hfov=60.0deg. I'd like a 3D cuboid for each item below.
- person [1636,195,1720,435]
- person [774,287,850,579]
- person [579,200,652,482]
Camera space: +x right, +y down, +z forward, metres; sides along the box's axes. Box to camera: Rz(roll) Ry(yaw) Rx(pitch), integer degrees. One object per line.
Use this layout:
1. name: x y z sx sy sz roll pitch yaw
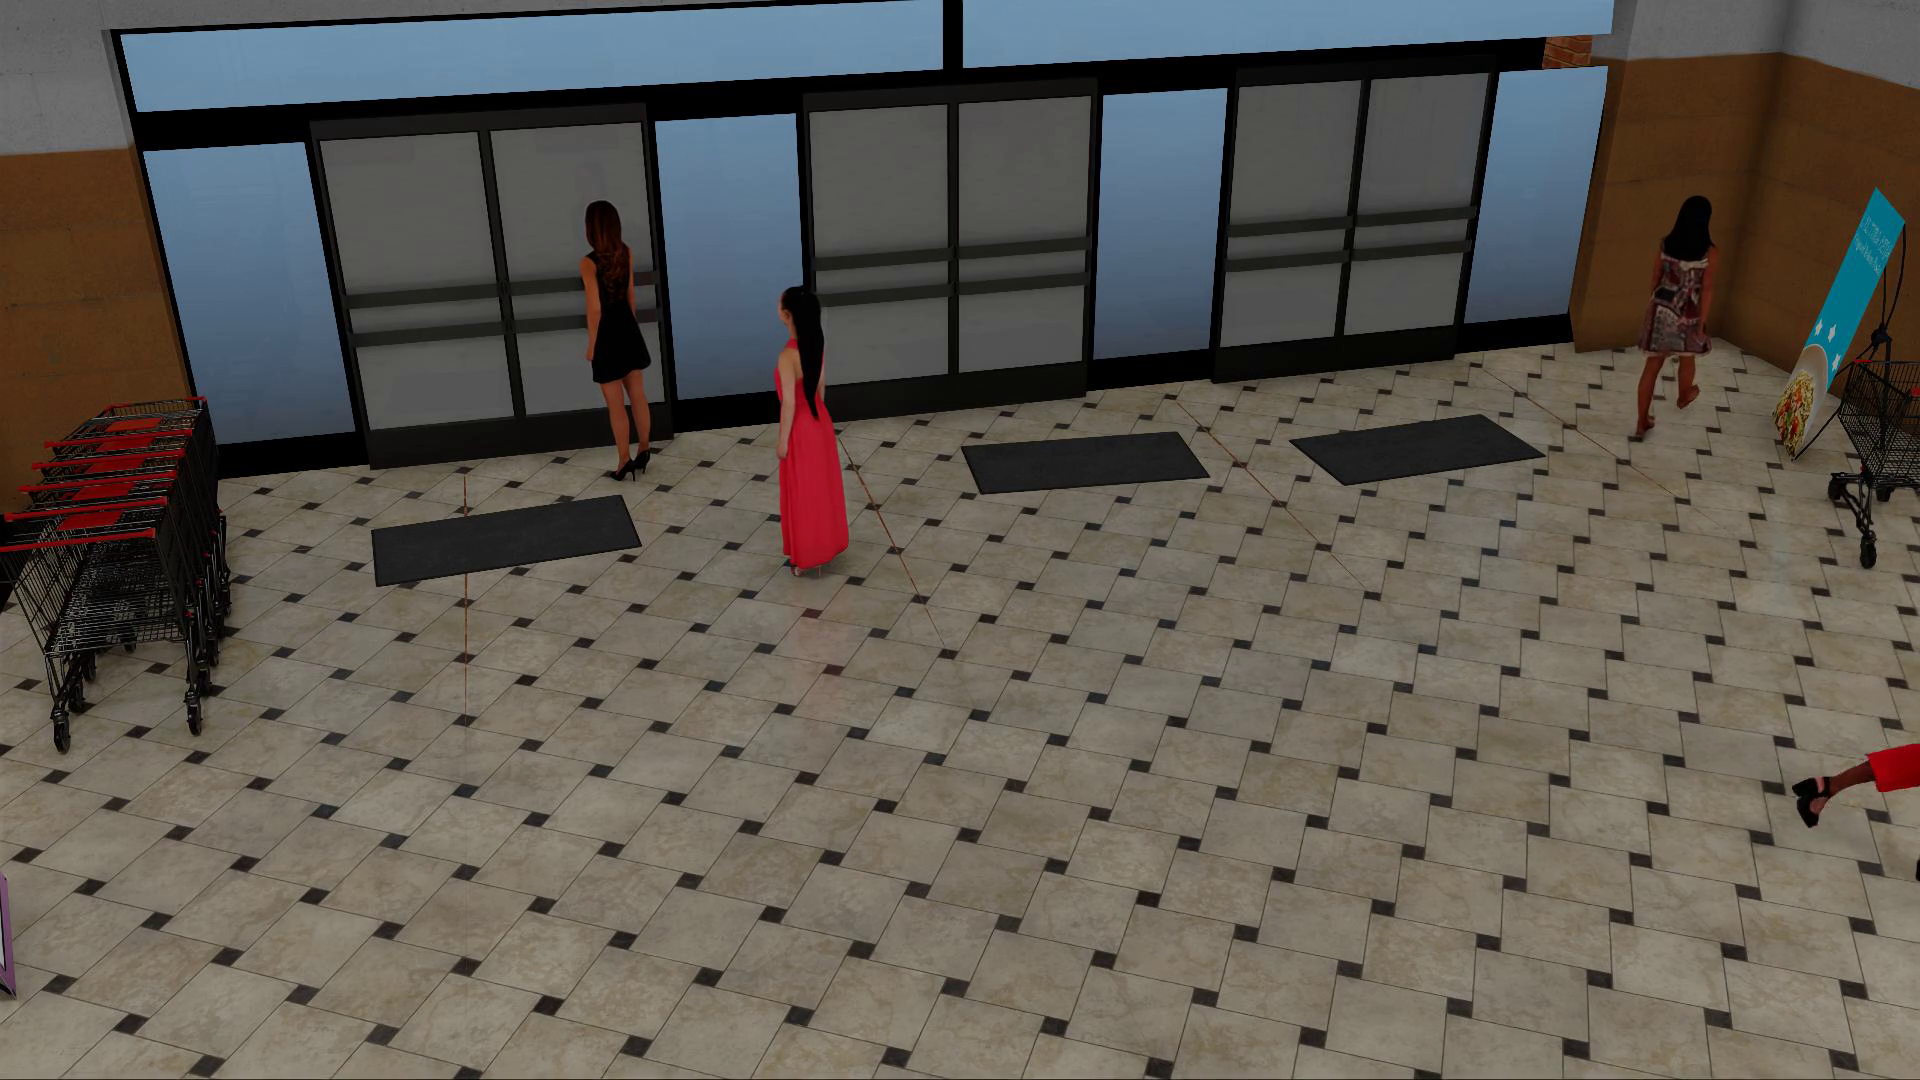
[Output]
1. person: 4.800 -1.482 11.248 1.092 1.612 1.039 23 35 37
2. person: -0.873 -0.596 9.376 0.774 1.725 0.706 13 30 24
3. person: -2.178 -1.243 10.530 0.709 1.834 0.672 19 32 32
